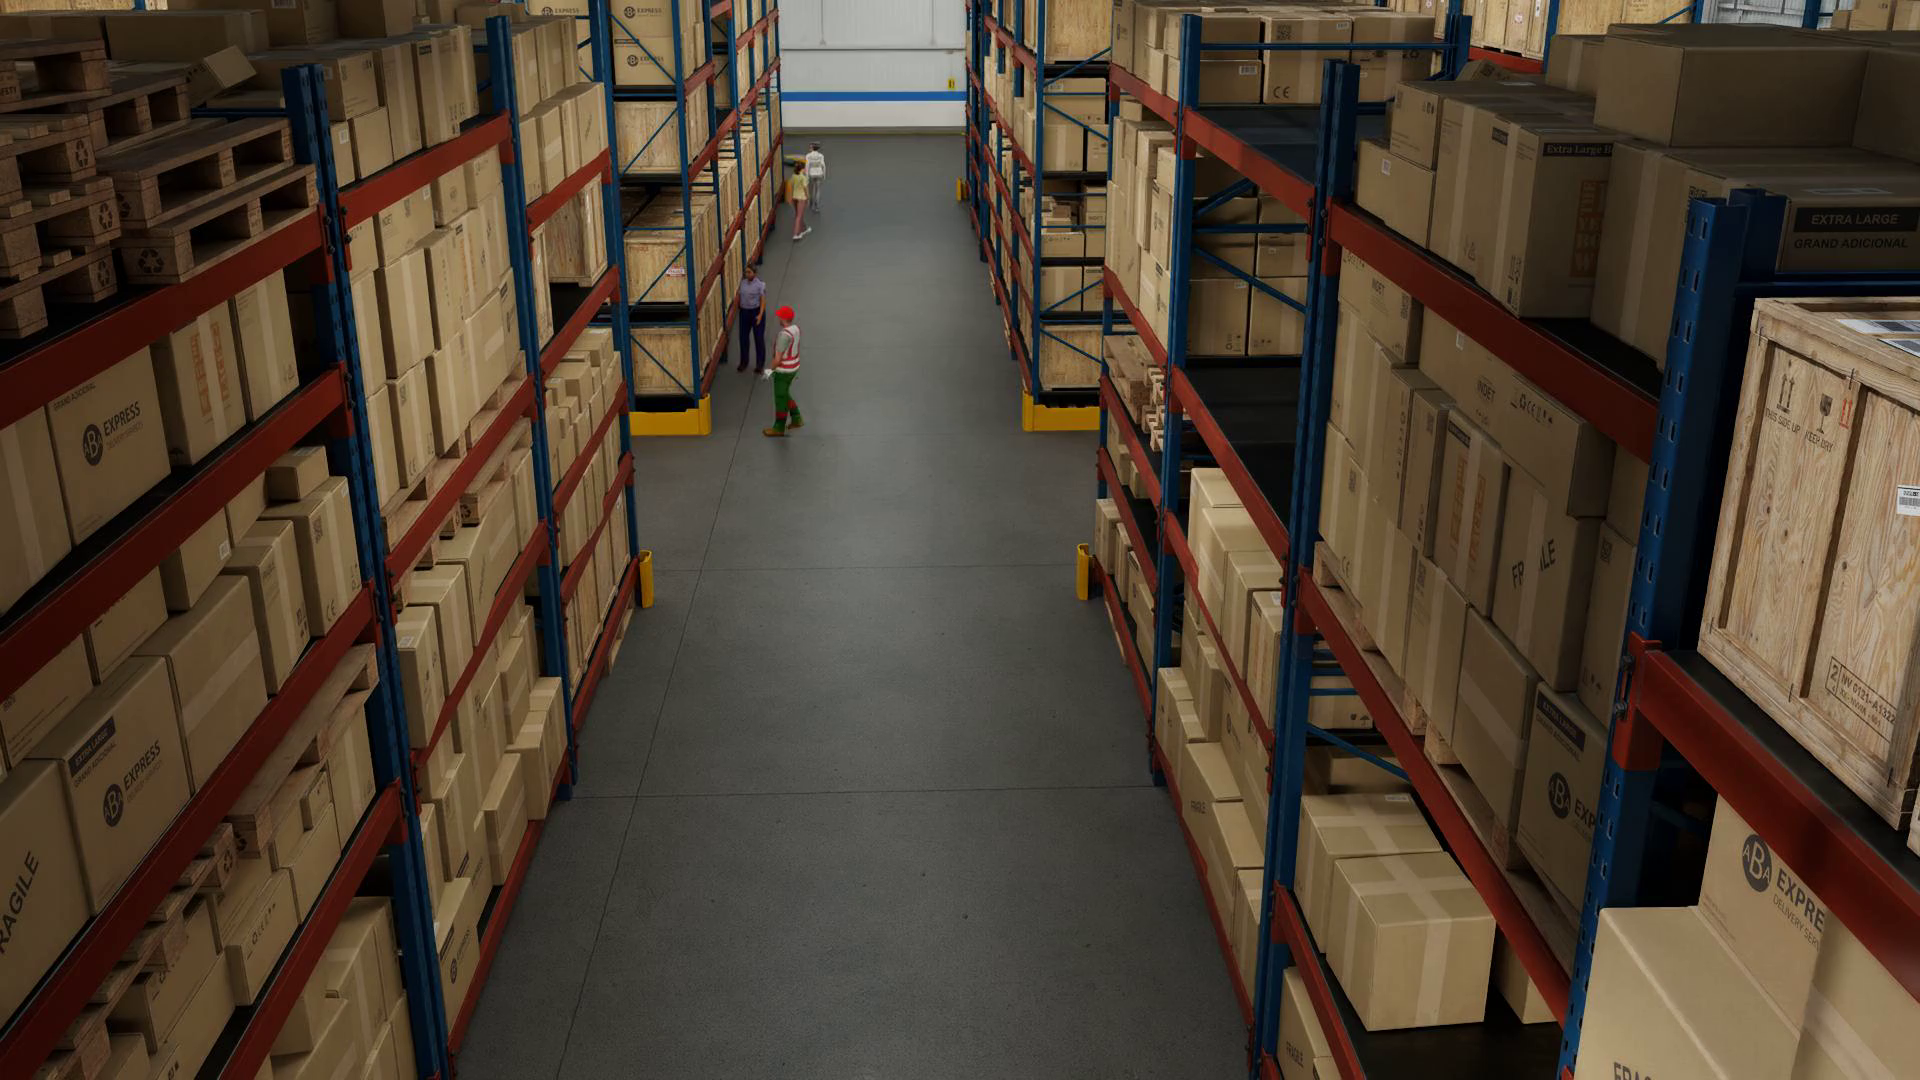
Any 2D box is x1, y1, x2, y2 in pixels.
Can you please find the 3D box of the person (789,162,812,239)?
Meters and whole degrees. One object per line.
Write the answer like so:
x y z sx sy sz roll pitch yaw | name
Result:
-3.490 -7.542 36.811 0.485 1.650 0.779 17 26 38 | person

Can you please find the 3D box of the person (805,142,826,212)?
-3.493 -8.790 40.170 0.514 1.639 0.850 -2 21 -5 | person

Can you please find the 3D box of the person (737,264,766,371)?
-3.254 -3.472 25.929 0.496 1.656 0.444 6 21 16 | person

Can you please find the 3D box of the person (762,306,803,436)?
-2.437 -2.306 22.587 0.519 1.788 0.560 5 21 13 | person

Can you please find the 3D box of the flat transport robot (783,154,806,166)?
-4.663 -11.003 48.182 0.659 0.235 1.431 -13 24 -31 | flat transport robot
